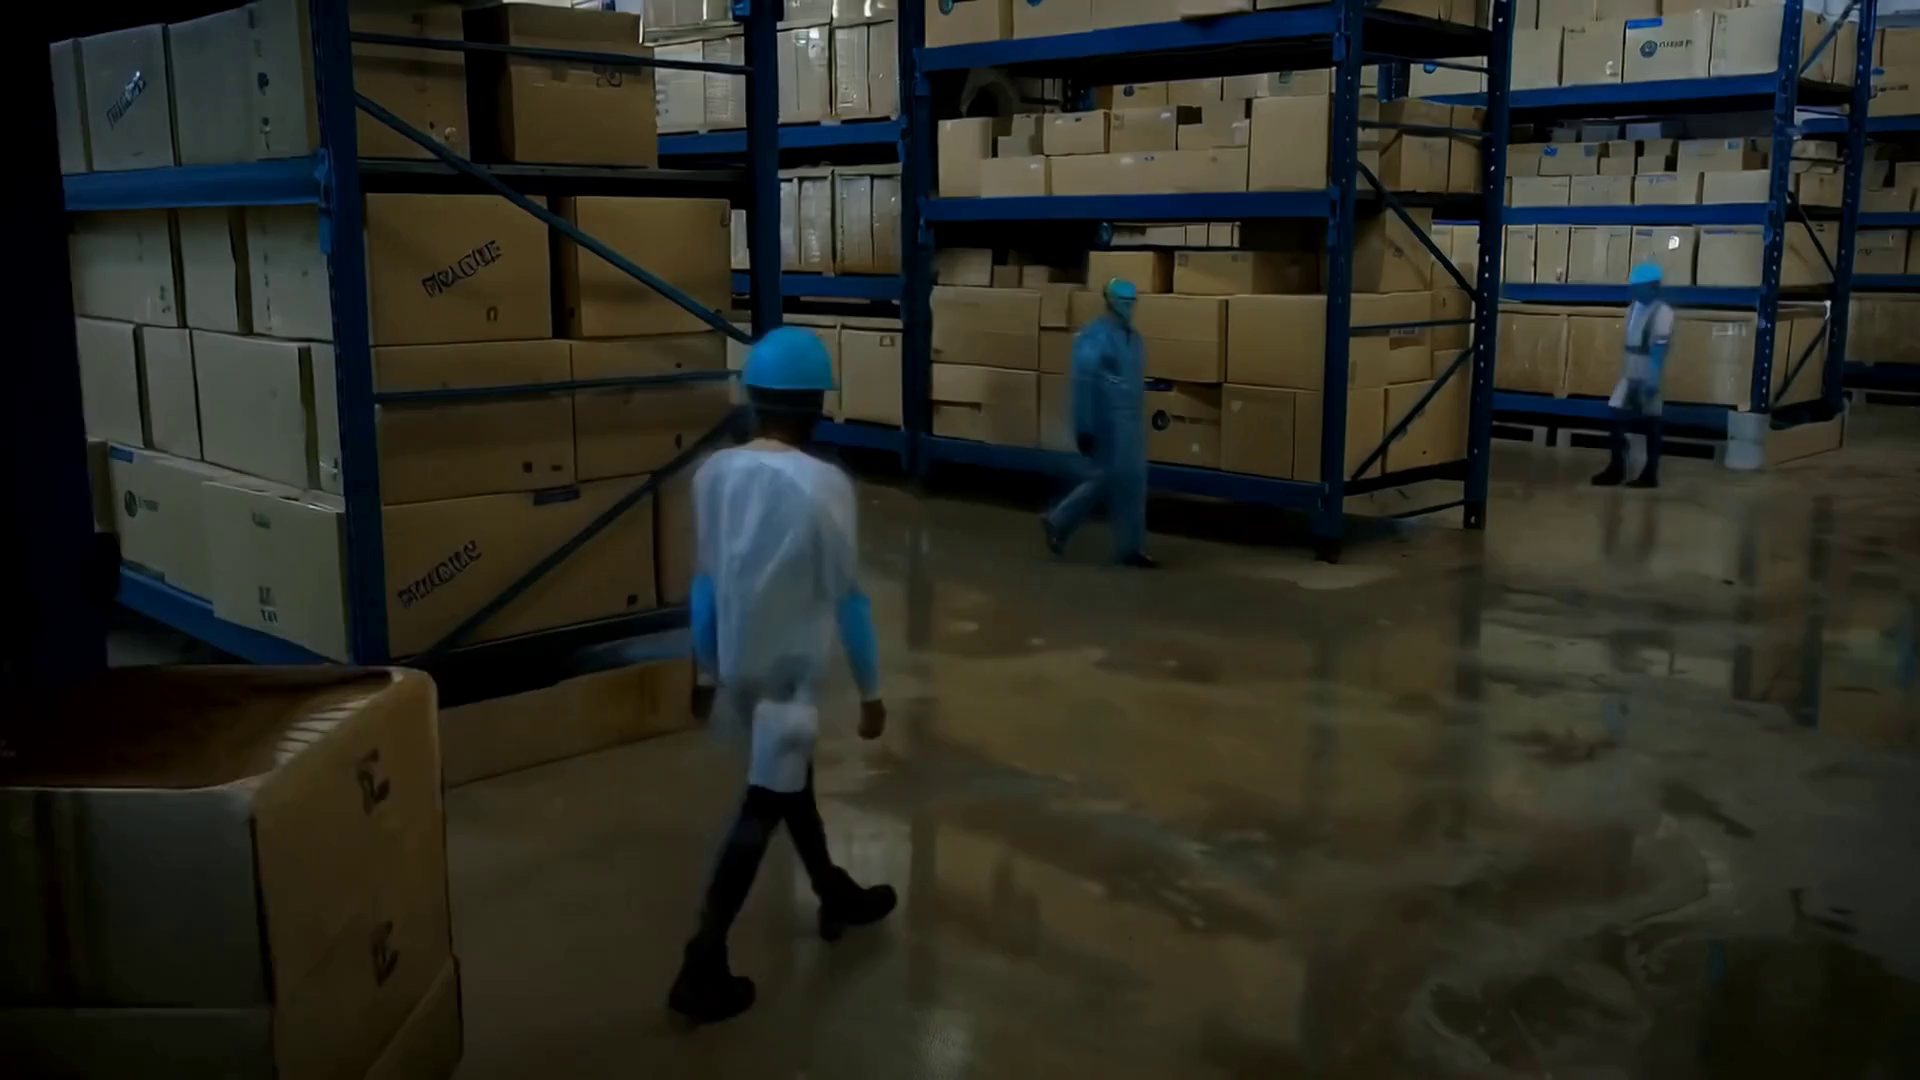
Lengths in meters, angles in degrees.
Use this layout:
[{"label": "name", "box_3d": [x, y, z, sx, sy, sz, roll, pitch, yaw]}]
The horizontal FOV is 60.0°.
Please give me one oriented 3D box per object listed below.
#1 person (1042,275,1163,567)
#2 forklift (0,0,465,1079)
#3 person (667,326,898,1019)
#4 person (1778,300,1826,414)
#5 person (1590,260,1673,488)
[{"label": "person", "box_3d": [0.938, -0.764, 10.752, 0.736, 1.887, 0.650, 8, 13, 36]}, {"label": "forklift", "box_3d": [-2.202, 0.051, 3.572, 1.873, 2.768, 1.129, 0, 10, 2]}, {"label": "person", "box_3d": [-0.512, 0.347, 4.695, 0.568, 1.888, 1.007, 8, 13, 38]}, {"label": "person", "box_3d": [9.939, -2.334, 19.698, 0.568, 1.735, 0.555, 1, 10, 7]}, {"label": "person", "box_3d": [5.646, -1.372, 13.963, 0.686, 1.913, 0.554, -3, 11, -14]}]
